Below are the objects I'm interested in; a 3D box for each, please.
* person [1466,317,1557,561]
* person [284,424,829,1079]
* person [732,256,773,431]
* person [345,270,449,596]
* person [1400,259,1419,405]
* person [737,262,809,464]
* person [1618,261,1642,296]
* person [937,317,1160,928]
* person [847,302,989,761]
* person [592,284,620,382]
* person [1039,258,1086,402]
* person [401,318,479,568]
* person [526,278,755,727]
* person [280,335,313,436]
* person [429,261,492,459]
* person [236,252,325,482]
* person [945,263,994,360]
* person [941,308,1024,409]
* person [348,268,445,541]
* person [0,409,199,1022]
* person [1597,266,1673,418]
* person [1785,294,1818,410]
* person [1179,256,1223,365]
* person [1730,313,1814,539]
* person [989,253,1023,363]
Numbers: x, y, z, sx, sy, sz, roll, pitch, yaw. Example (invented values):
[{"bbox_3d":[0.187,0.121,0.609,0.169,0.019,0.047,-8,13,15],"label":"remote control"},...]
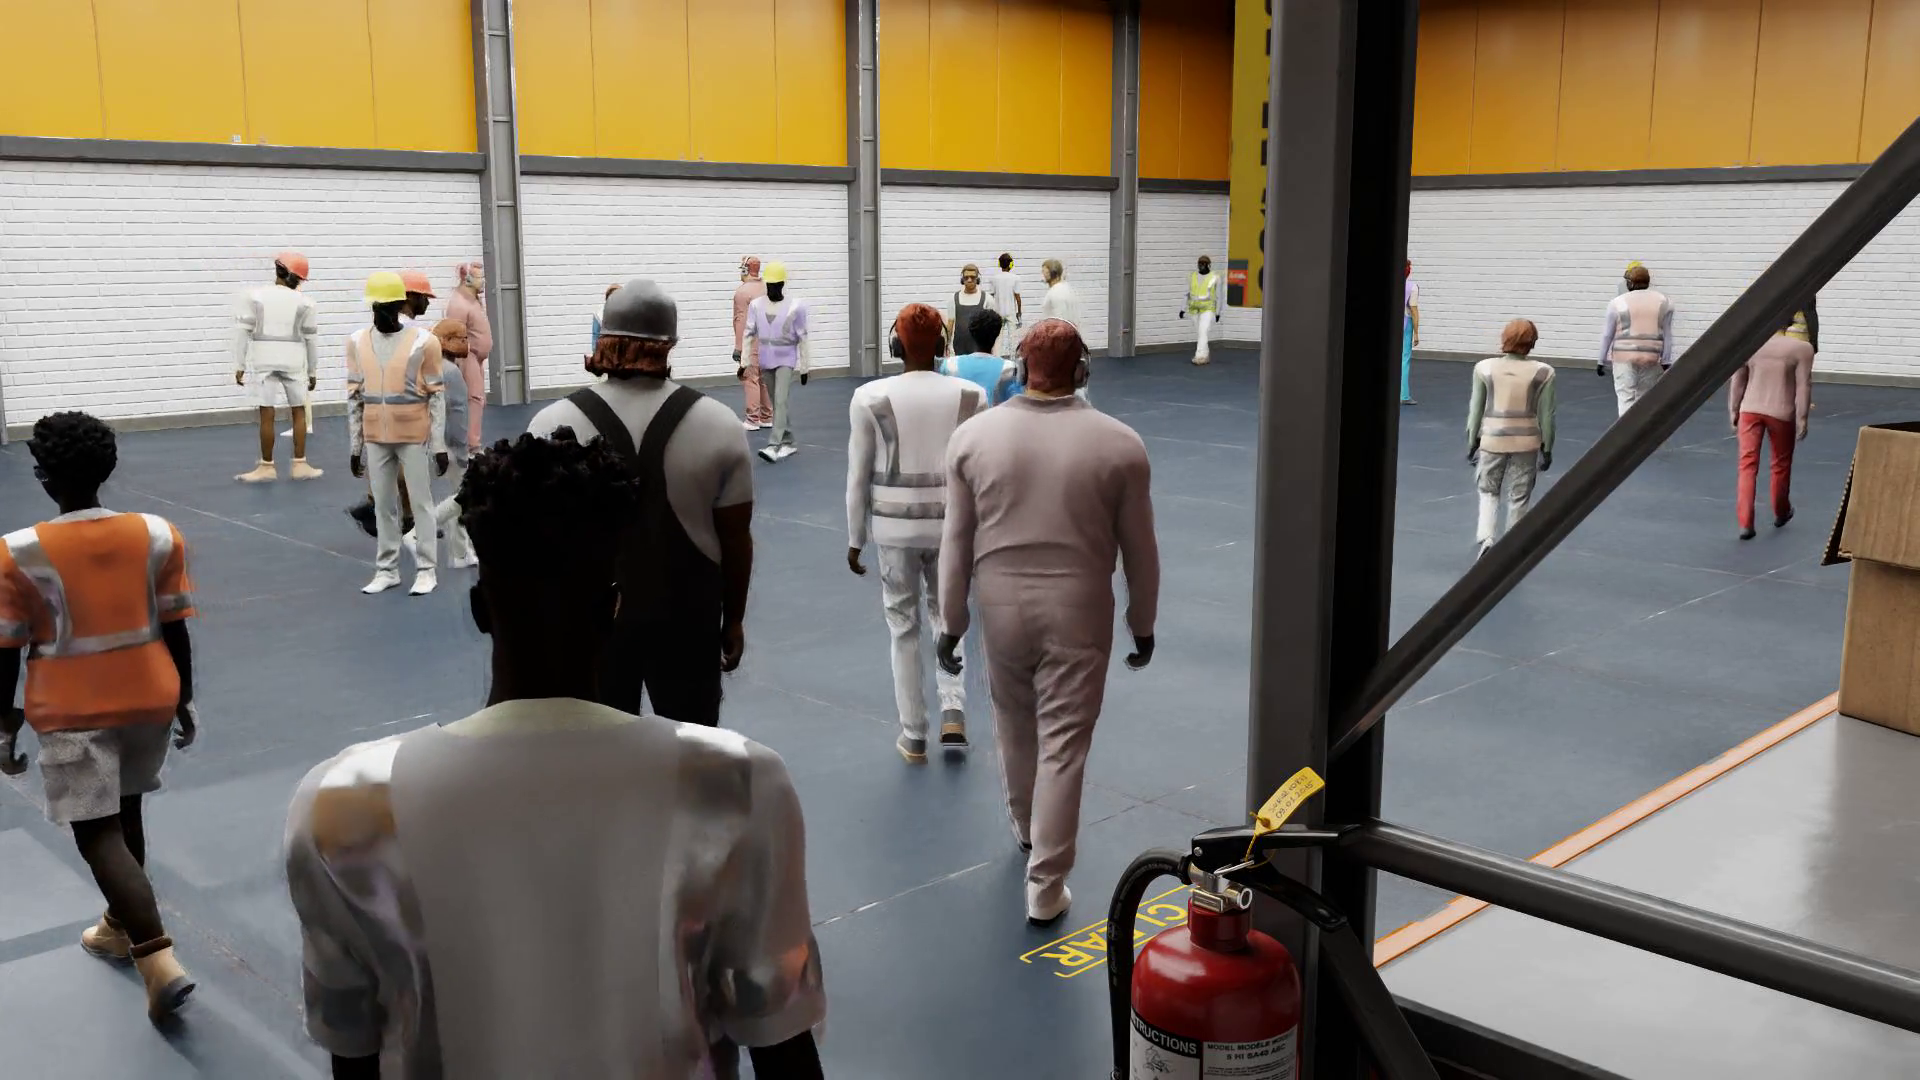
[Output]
[{"bbox_3d":[3.438,-0.571,10.386,0.533,1.623,0.398,5,11,24],"label":"person"},{"bbox_3d":[-0.448,0.829,1.983,0.622,1.918,0.875,-2,11,-13],"label":"person"},{"bbox_3d":[-2.282,-2.146,18.209,0.407,1.910,0.639,5,12,27],"label":"person"},{"bbox_3d":[-3.344,-0.628,9.875,0.622,1.926,0.384,1,10,5],"label":"person"},{"bbox_3d":[5.519,-2.618,20.940,0.390,1.849,0.566,-9,14,-40],"label":"person"},{"bbox_3d":[-1.760,-1.668,15.702,0.610,1.873,0.999,4,11,22],"label":"person"},{"bbox_3d":[10.229,-3.378,25.377,0.319,1.743,0.488,-4,11,-19],"label":"person"},{"bbox_3d":[0.313,0.220,5.395,0.679,1.867,0.954,3,11,14],"label":"person"},{"bbox_3d":[-0.173,-0.024,6.754,0.578,1.872,0.413,-3,11,-15],"label":"person"},{"bbox_3d":[-3.673,-1.912,17.729,0.517,1.610,0.668,-1,10,-6],"label":"person"},{"bbox_3d":[0.968,-2.076,17.893,1.006,1.883,0.649,1,10,7],"label":"person"},{"bbox_3d":[-3.266,-0.594,10.541,0.488,1.618,0.503,-5,11,-25],"label":"person"},{"bbox_3d":[-0.965,0.198,5.065,0.688,2.000,0.782,-2,11,-11],"label":"person"},{"bbox_3d":[-7.137,-1.924,17.746,0.266,1.631,0.507,0,10,2],"label":"person"},{"bbox_3d":[-4.666,-1.646,15.515,0.608,1.895,0.670,-1,10,-6],"label":"person"},{"bbox_3d":[-5.959,-1.489,14.444,0.764,1.993,0.392,-4,11,-22],"label":"person"},{"bbox_3d":[0.092,-2.002,17.617,0.510,1.828,0.544,2,11,9],"label":"person"},{"bbox_3d":[0.136,-0.584,10.286,0.562,1.682,0.365,2,11,11],"label":"person"},{"bbox_3d":[-3.884,-0.909,11.465,0.644,1.911,0.554,-8,13,-35],"label":"person"},{"bbox_3d":[-2.339,0.477,4.587,0.823,1.668,0.531,8,13,38],"label":"person"},{"bbox_3d":[6.585,-1.767,16.346,0.661,1.826,0.653,1,10,4],"label":"person"},{"bbox_3d":[10.011,-2.429,20.068,0.953,1.806,0.642,-3,11,-17],"label":"person"},{"bbox_3d":[3.995,-3.793,27.515,0.635,1.798,0.955,7,12,32],"label":"person"},{"bbox_3d":[5.784,-0.893,11.859,0.547,1.717,0.877,8,13,36],"label":"person"},{"bbox_3d":[0.691,-3.348,24.866,0.508,1.872,0.328,3,11,16],"label":"person"}]
